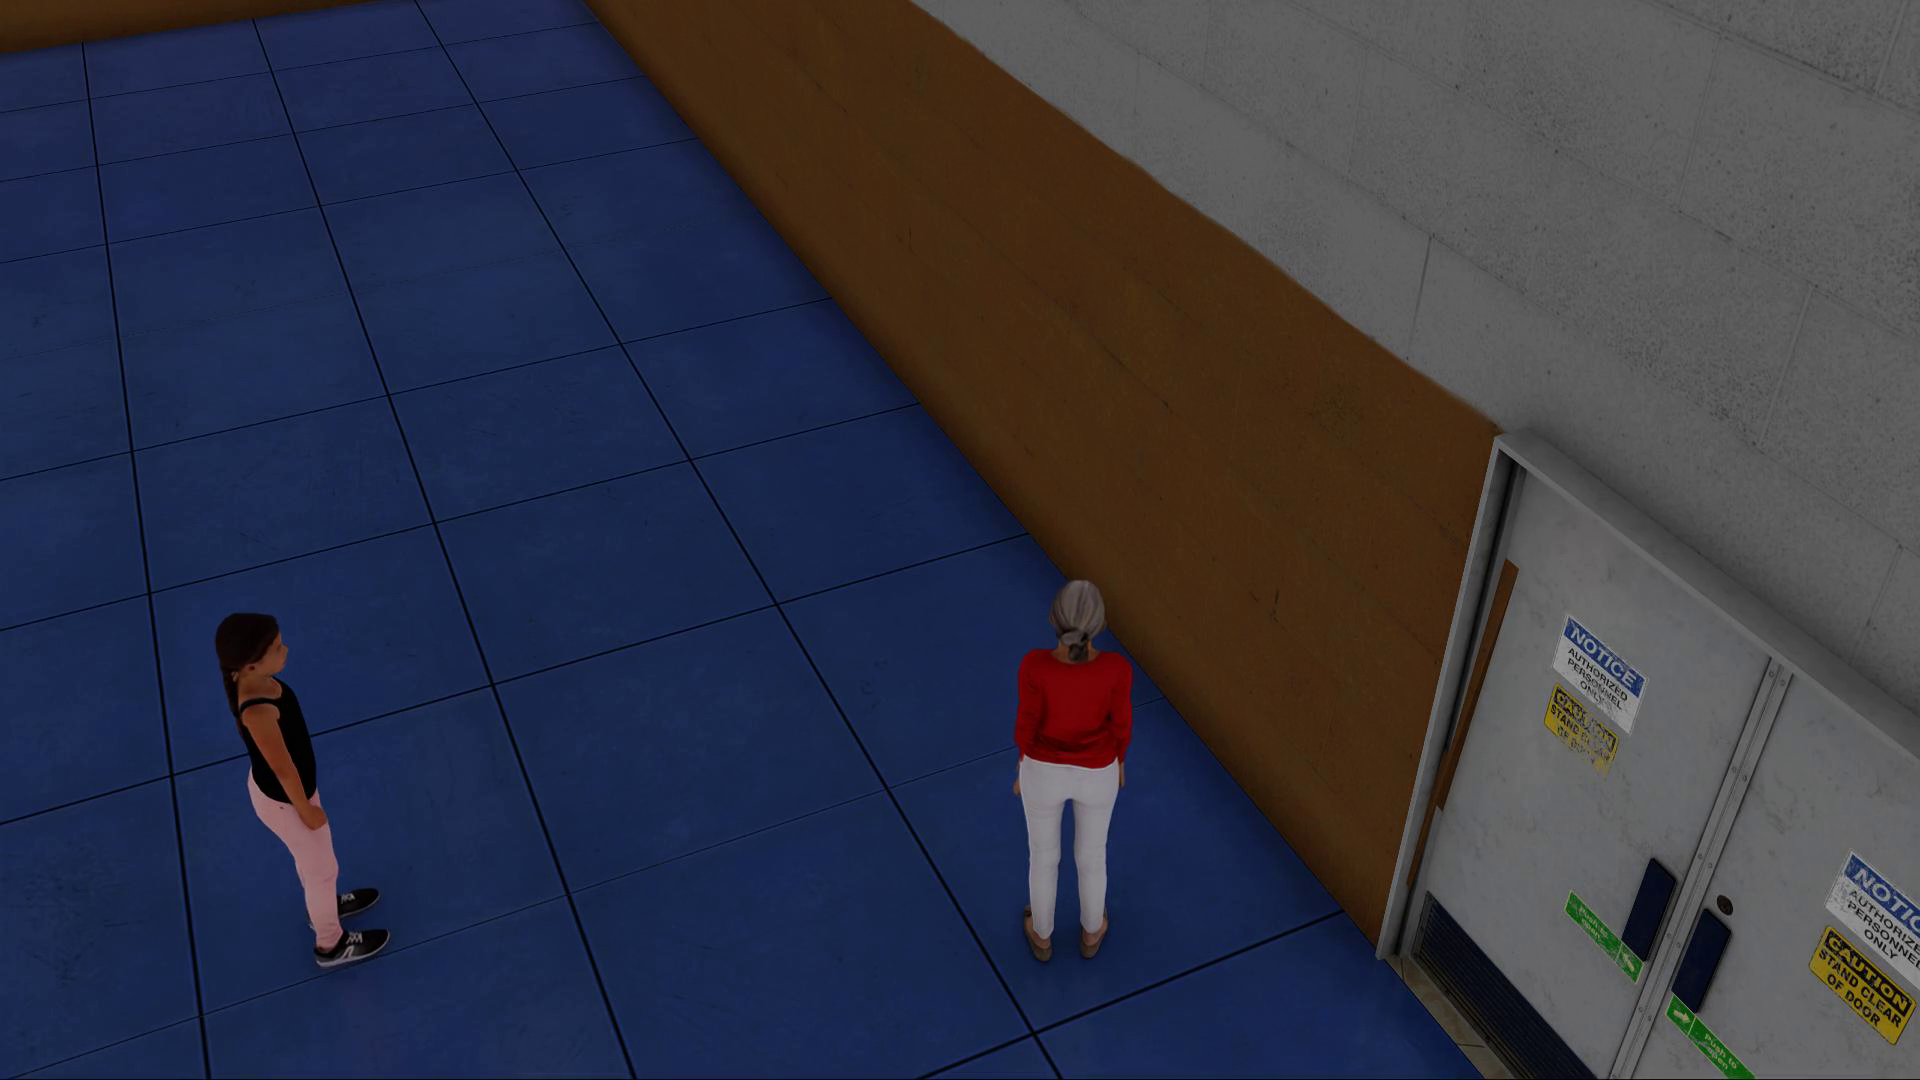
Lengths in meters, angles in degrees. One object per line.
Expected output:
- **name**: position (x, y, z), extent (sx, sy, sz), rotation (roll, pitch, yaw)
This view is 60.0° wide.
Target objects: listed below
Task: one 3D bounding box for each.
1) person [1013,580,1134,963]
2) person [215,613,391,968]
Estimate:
- **person**: position (0.377, 0.814, 5.726), extent (0.594, 1.693, 0.696), rotation (0, 37, 0)
- **person**: position (-2.325, 0.871, 5.758), extent (0.533, 1.562, 0.530), rotation (-19, 41, -23)
